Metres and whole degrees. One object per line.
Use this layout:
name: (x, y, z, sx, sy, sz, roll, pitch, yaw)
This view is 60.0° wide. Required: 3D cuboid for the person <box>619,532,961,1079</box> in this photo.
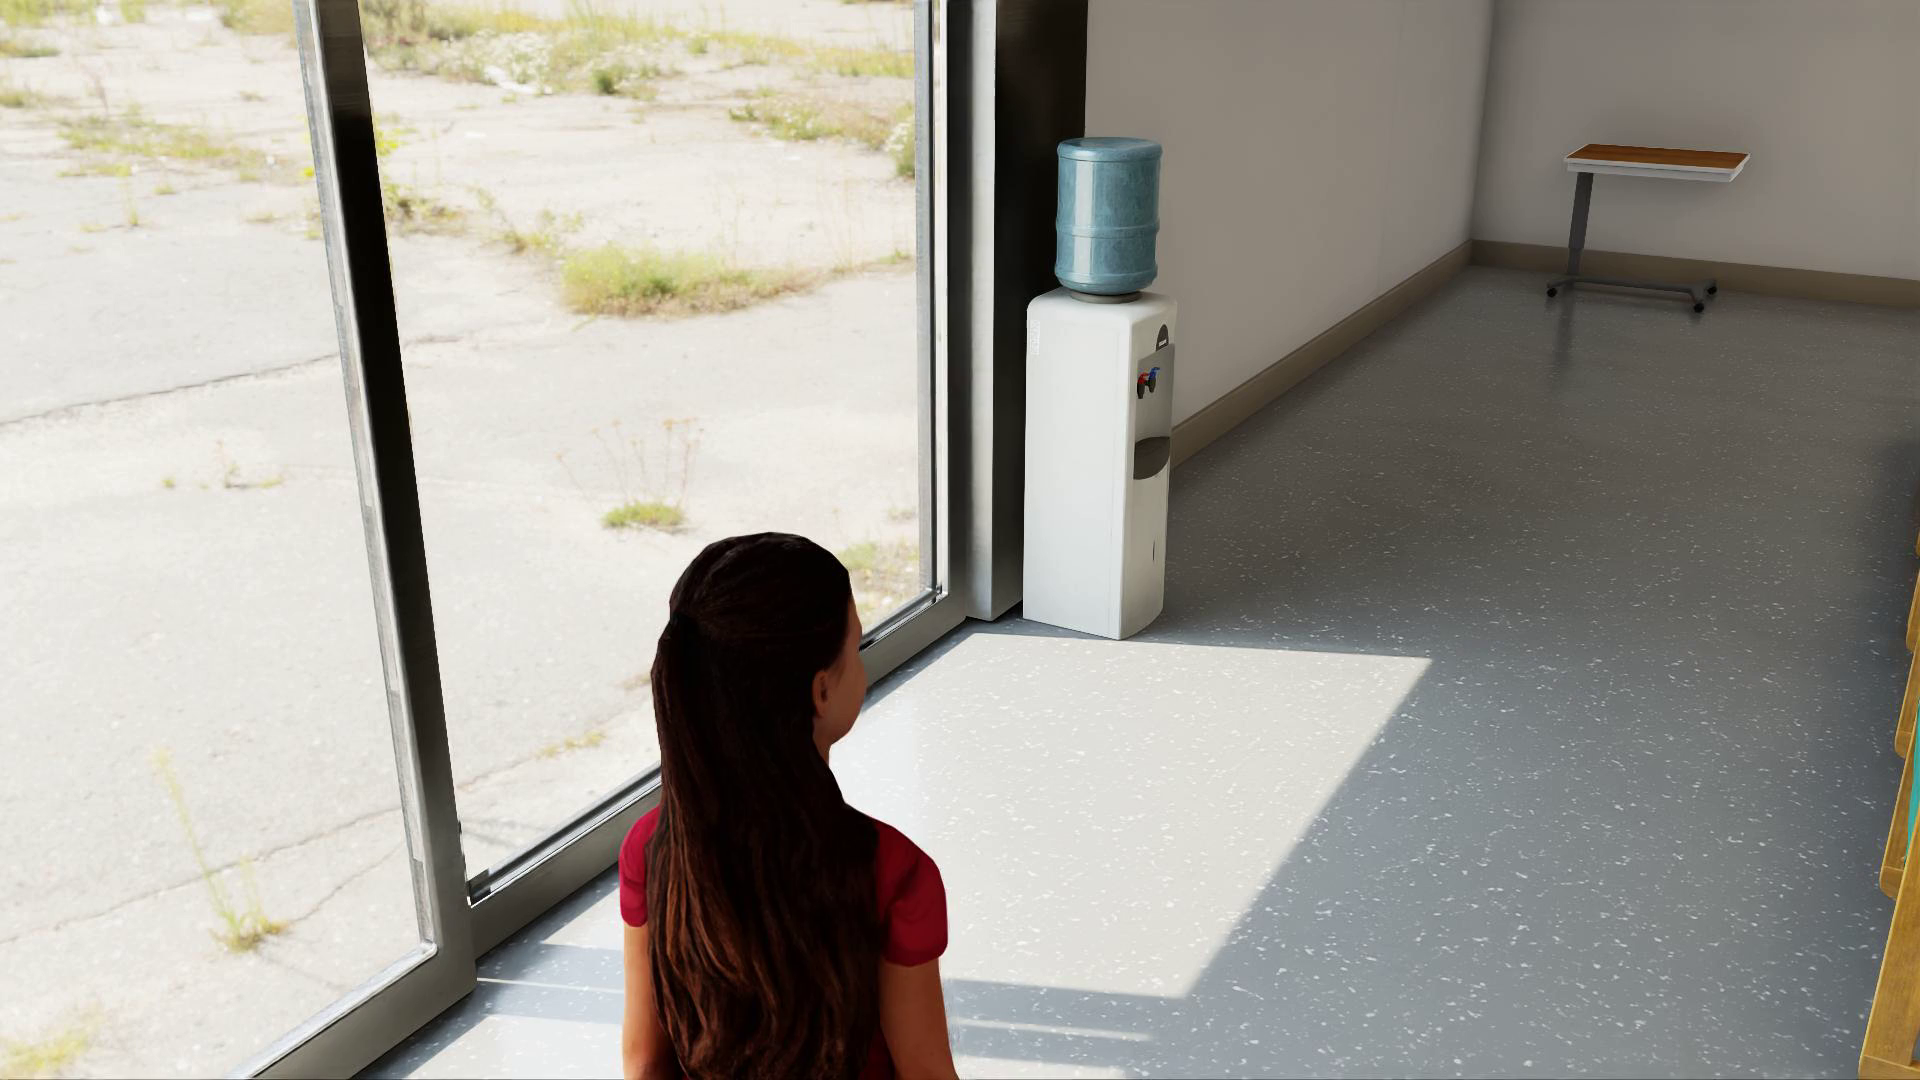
person: (-0.186, 0.735, 1.851, 0.621, 1.551, 0.682, 5, 21, 12)
